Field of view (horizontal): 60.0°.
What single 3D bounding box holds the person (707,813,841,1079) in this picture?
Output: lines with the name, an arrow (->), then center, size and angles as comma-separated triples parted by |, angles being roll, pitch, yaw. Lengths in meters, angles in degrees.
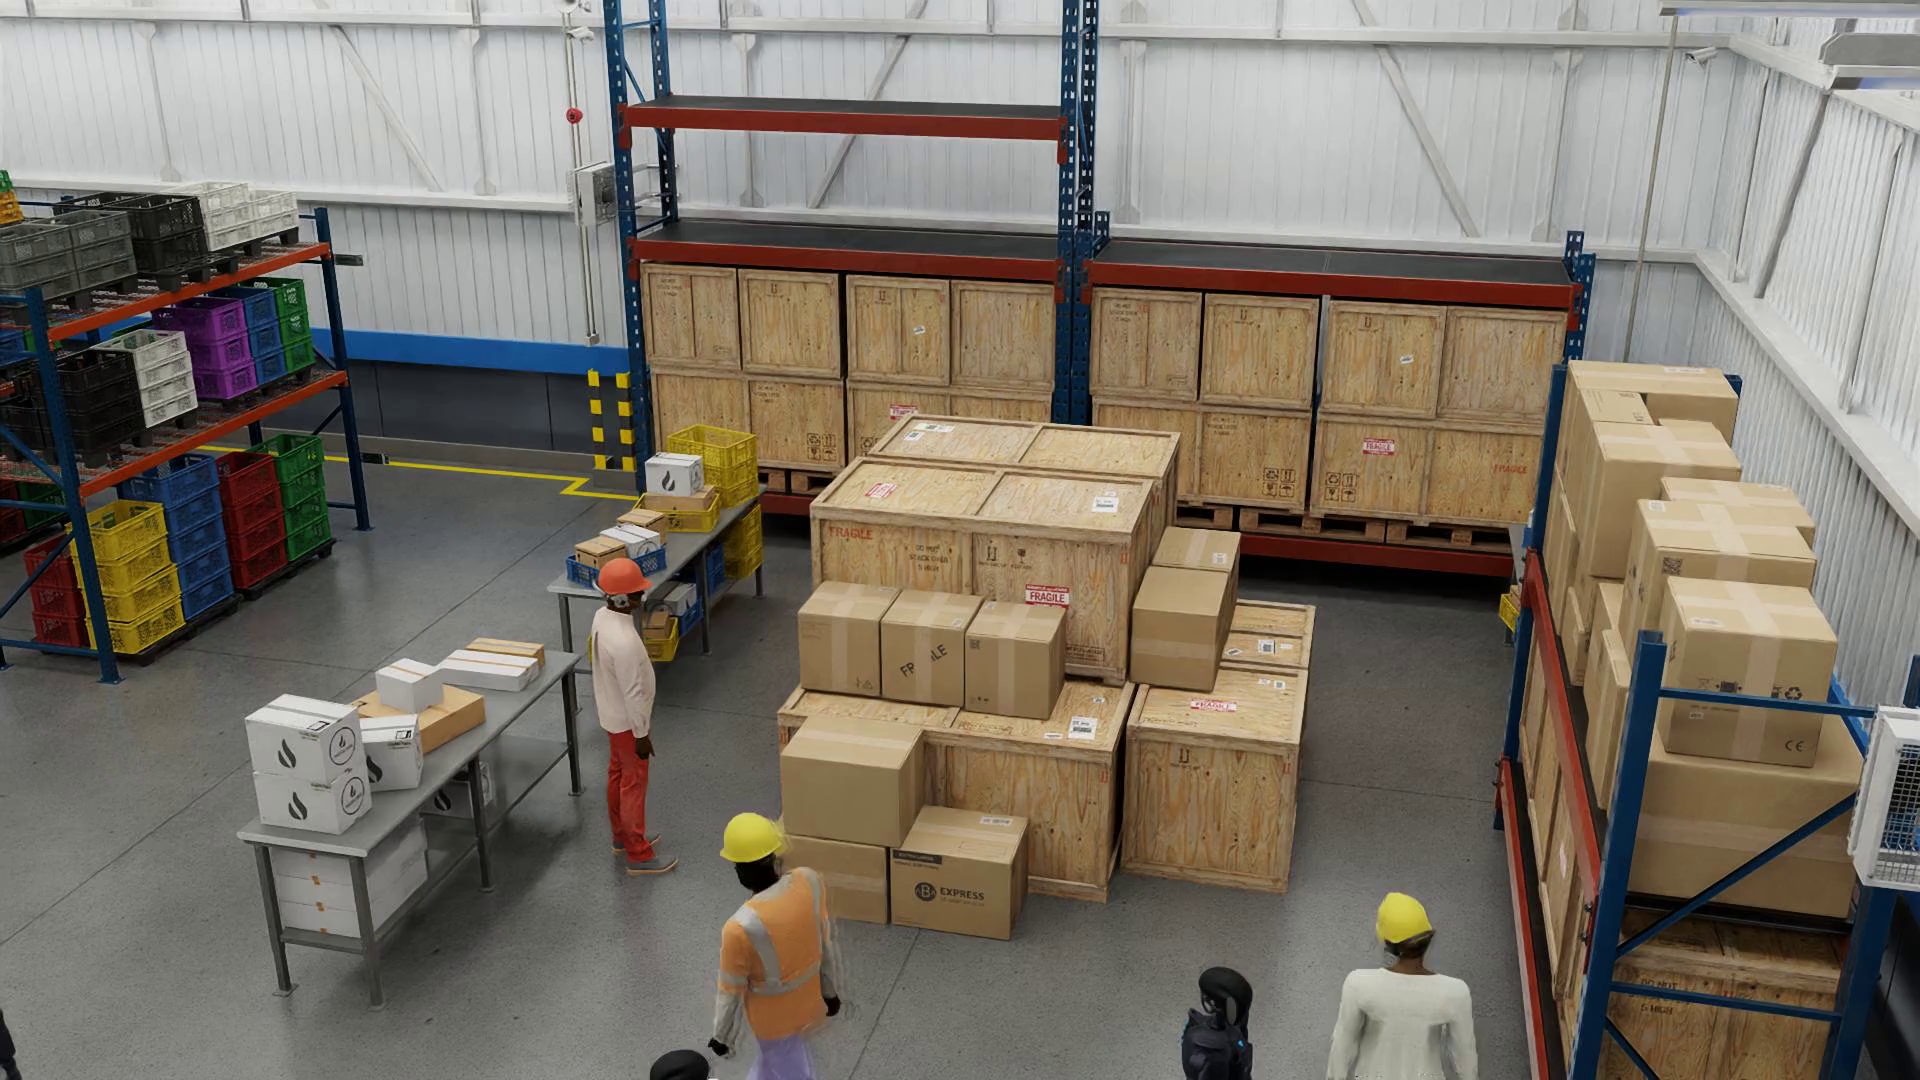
person -> -0.883, 2.048, 7.435 | 0.988, 1.864, 0.602 | 14, 25, 32

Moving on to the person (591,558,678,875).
person -> -1.969, 1.043, 9.901 | 0.378, 1.994, 0.618 | -10, 23, -25

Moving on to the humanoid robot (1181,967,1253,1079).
humanoid robot -> 1.010, 2.429, 6.714 | 0.316, 1.653, 0.580 | 12, 24, 29

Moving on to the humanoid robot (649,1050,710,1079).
humanoid robot -> -1.005, 2.613, 6.230 | 0.316, 1.660, 0.616 | -6, 22, -15

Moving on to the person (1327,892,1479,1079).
person -> 1.862, 2.285, 6.995 | 0.652, 1.733, 0.561 | 4, 21, 9
